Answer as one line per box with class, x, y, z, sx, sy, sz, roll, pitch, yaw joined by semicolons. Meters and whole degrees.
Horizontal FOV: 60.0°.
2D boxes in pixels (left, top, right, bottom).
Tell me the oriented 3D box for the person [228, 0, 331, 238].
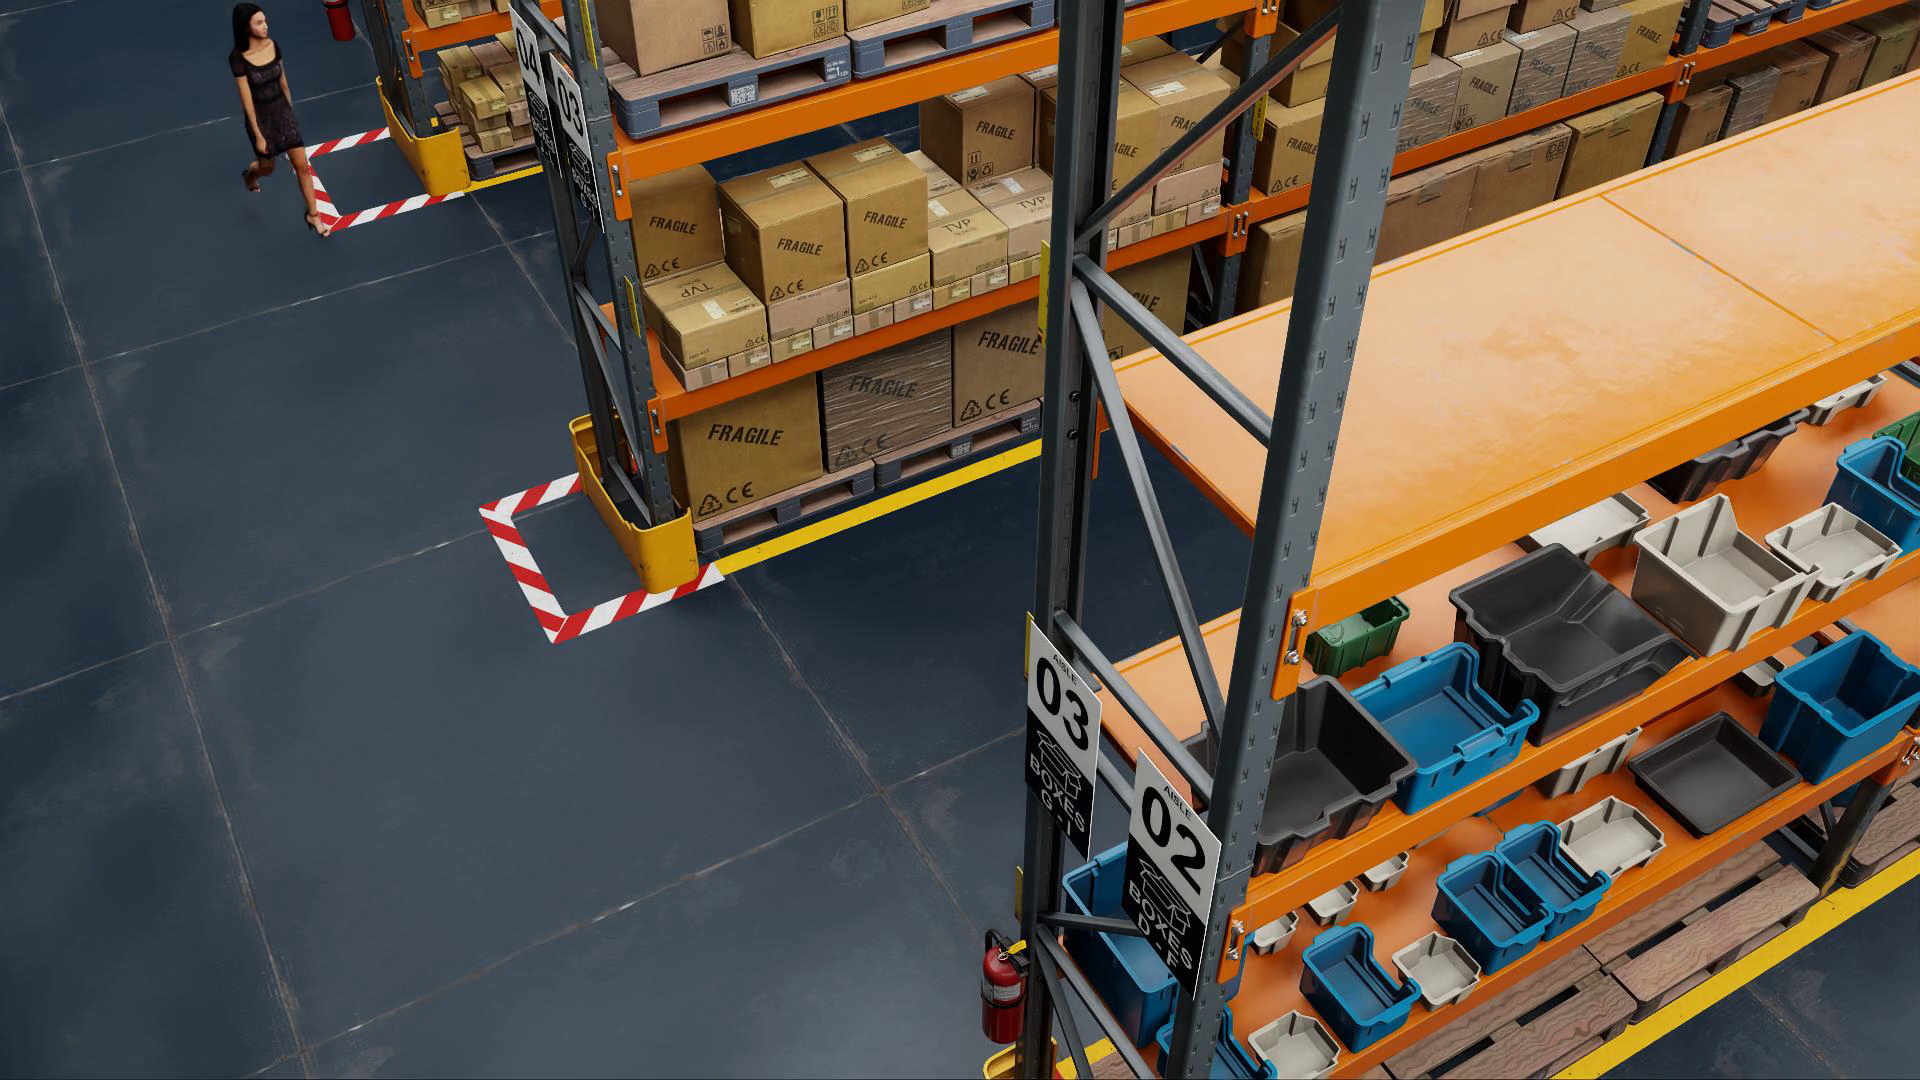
person;-5.052;-3.027;12.063;0.992;1.760;1.088;25;48;24
